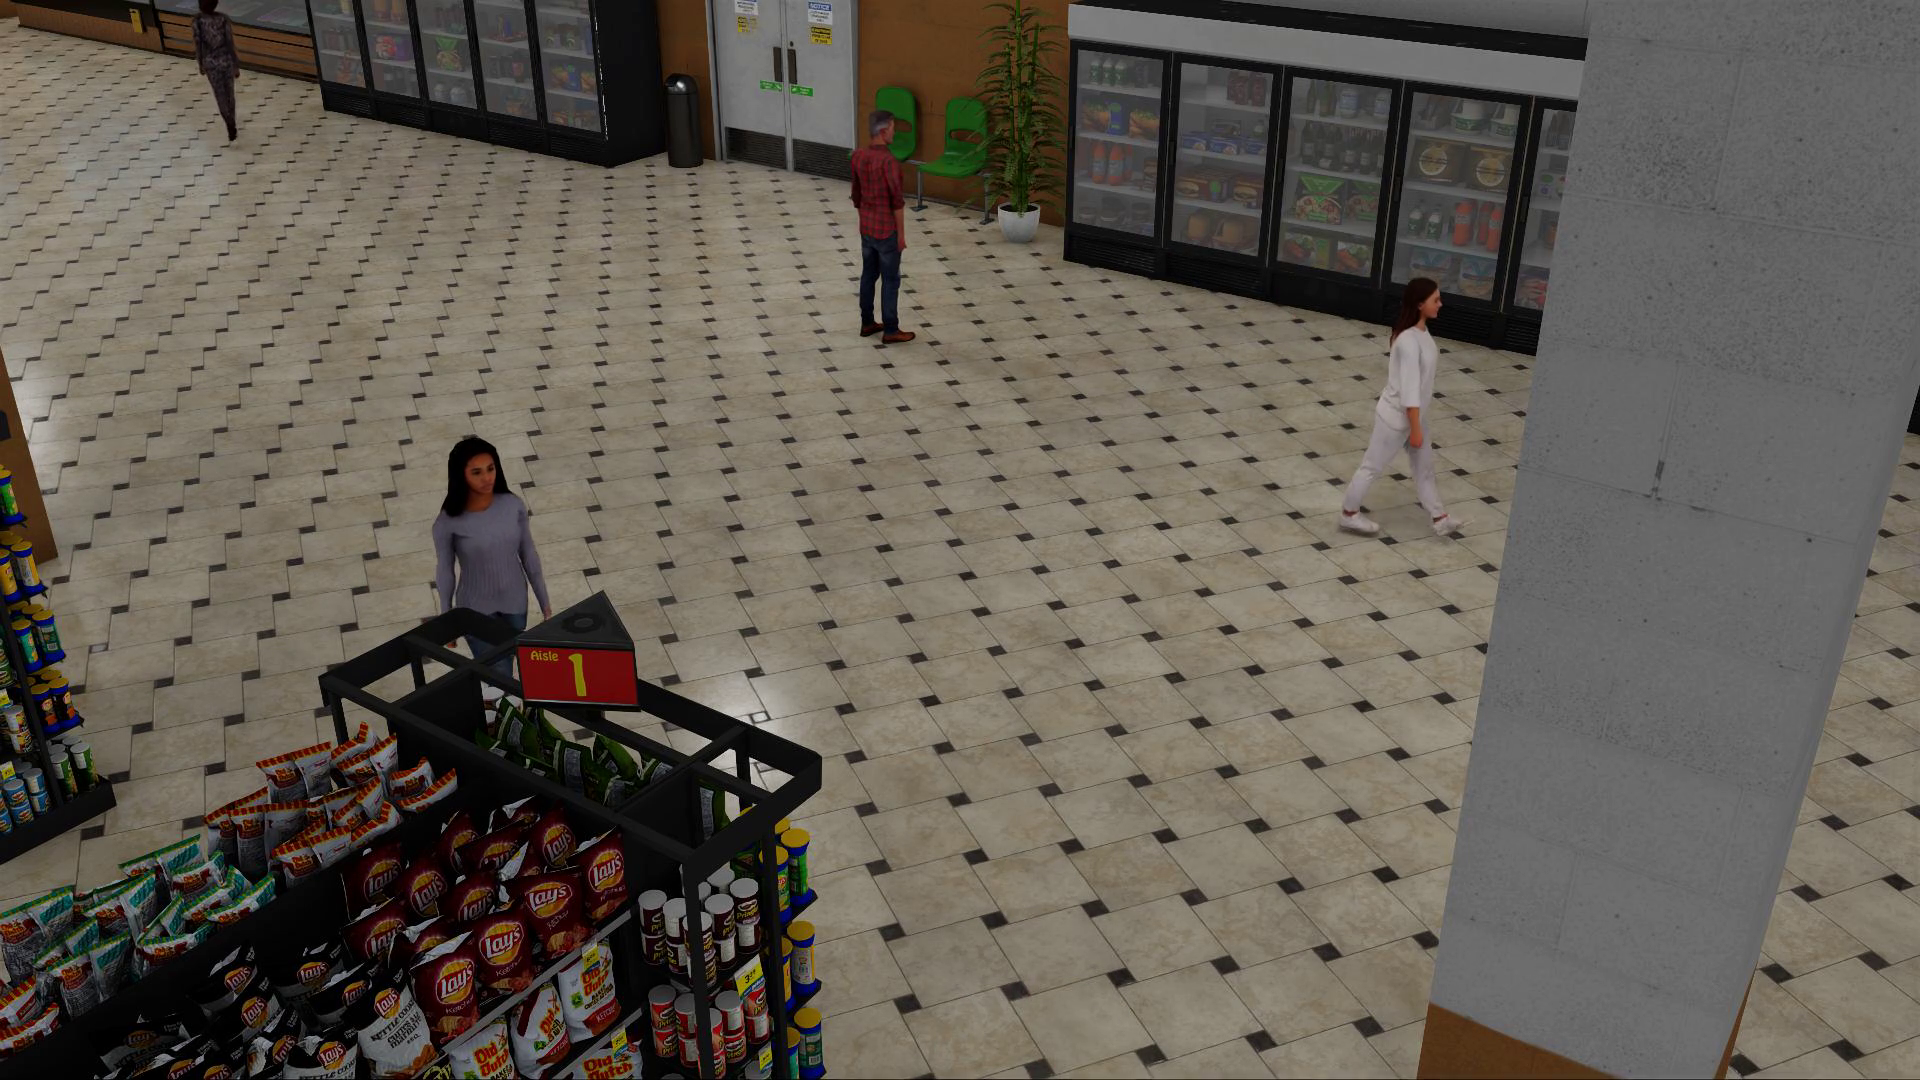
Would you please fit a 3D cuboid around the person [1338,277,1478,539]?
[{"bbox_3d":[2.576,-0.757,9.993,0.817,1.649,1.033,11,29,21],"label":"person"}]

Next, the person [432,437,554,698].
[{"bbox_3d":[-2.244,0.304,7.829,0.863,1.714,0.797,-24,35,-38],"label":"person"}]

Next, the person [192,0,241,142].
[{"bbox_3d":[-8.543,-5.438,19.190,1.164,1.678,0.979,-15,30,-27],"label":"person"}]

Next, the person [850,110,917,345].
[{"bbox_3d":[-0.634,-2.450,13.220,0.617,1.749,0.727,-24,35,-38],"label":"person"}]
